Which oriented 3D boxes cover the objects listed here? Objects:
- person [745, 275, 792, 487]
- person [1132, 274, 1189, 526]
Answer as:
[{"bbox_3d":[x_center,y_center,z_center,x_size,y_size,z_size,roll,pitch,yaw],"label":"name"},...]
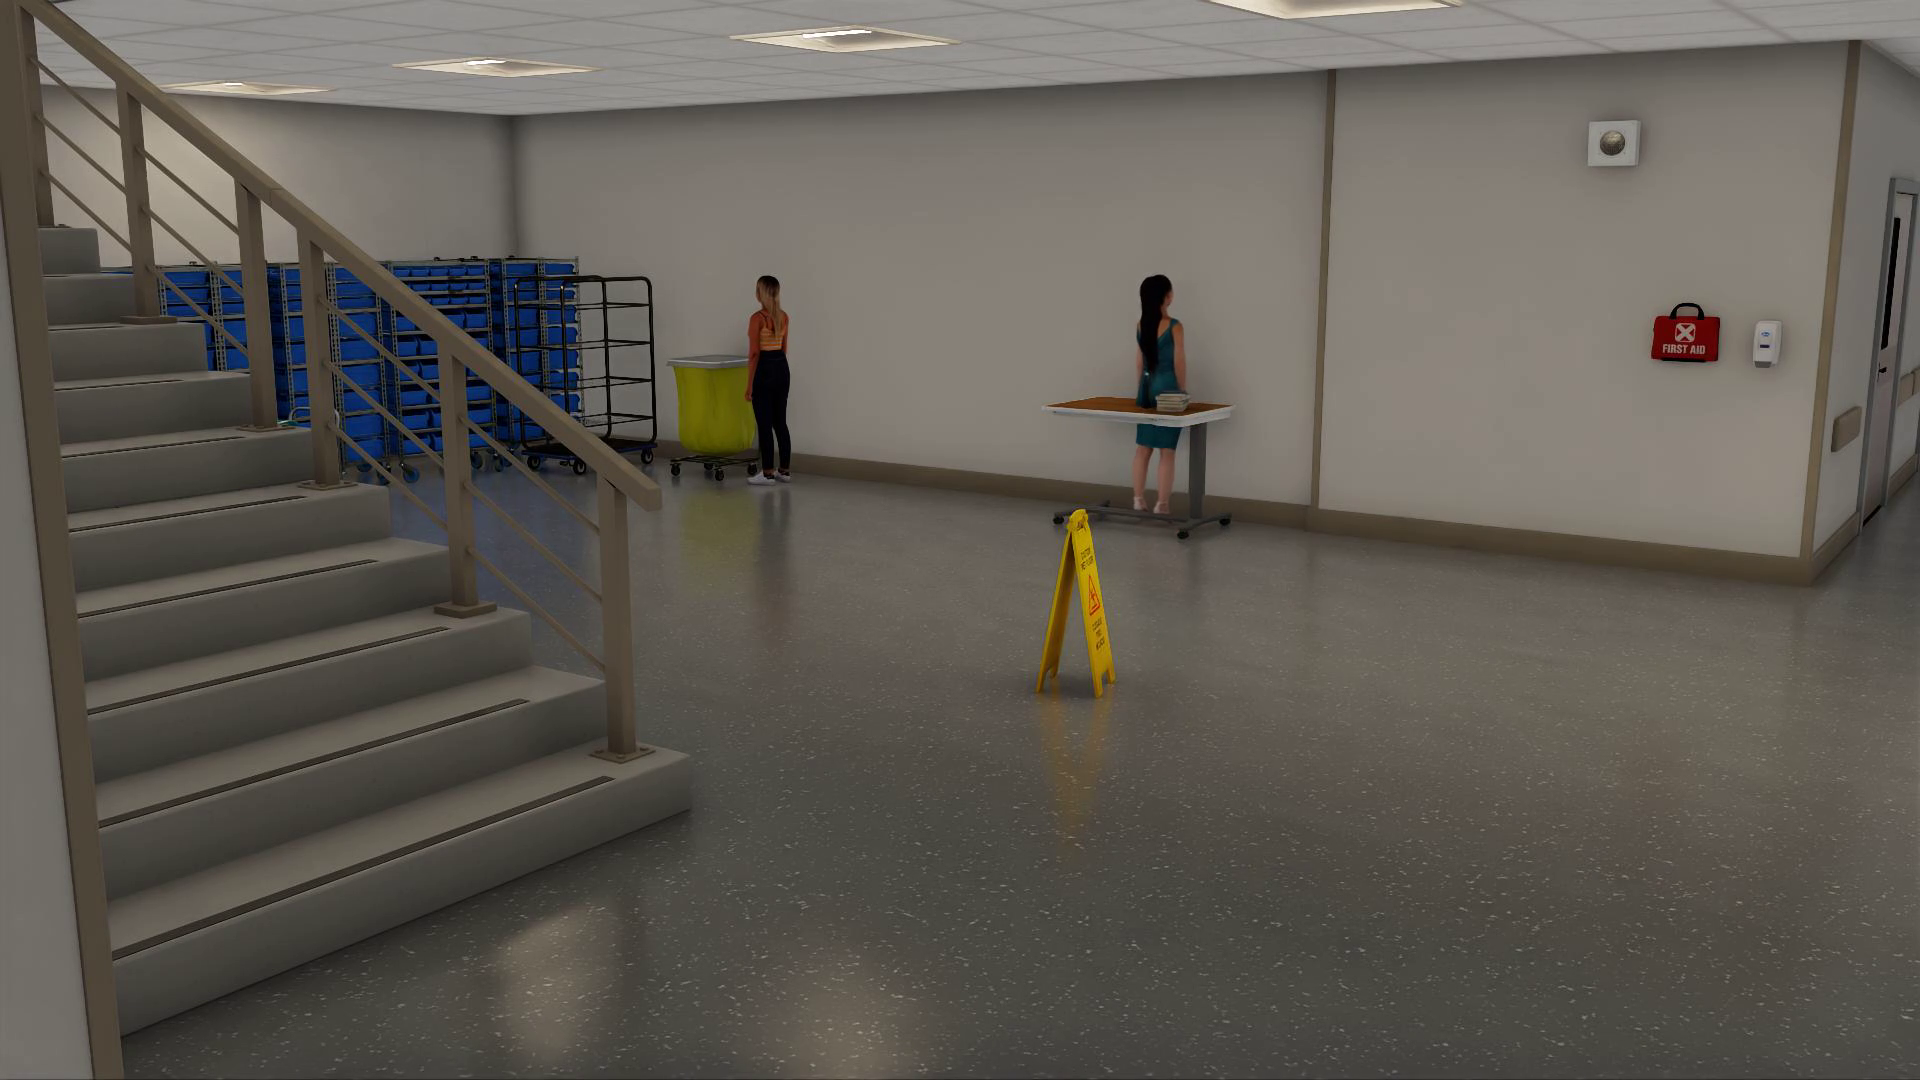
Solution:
[{"bbox_3d":[-1.489,-1.252,13.032,0.514,1.629,0.571,8,13,37],"label":"person"},{"bbox_3d":[1.342,-0.947,11.270,0.460,1.685,0.630,10,15,43],"label":"person"}]
